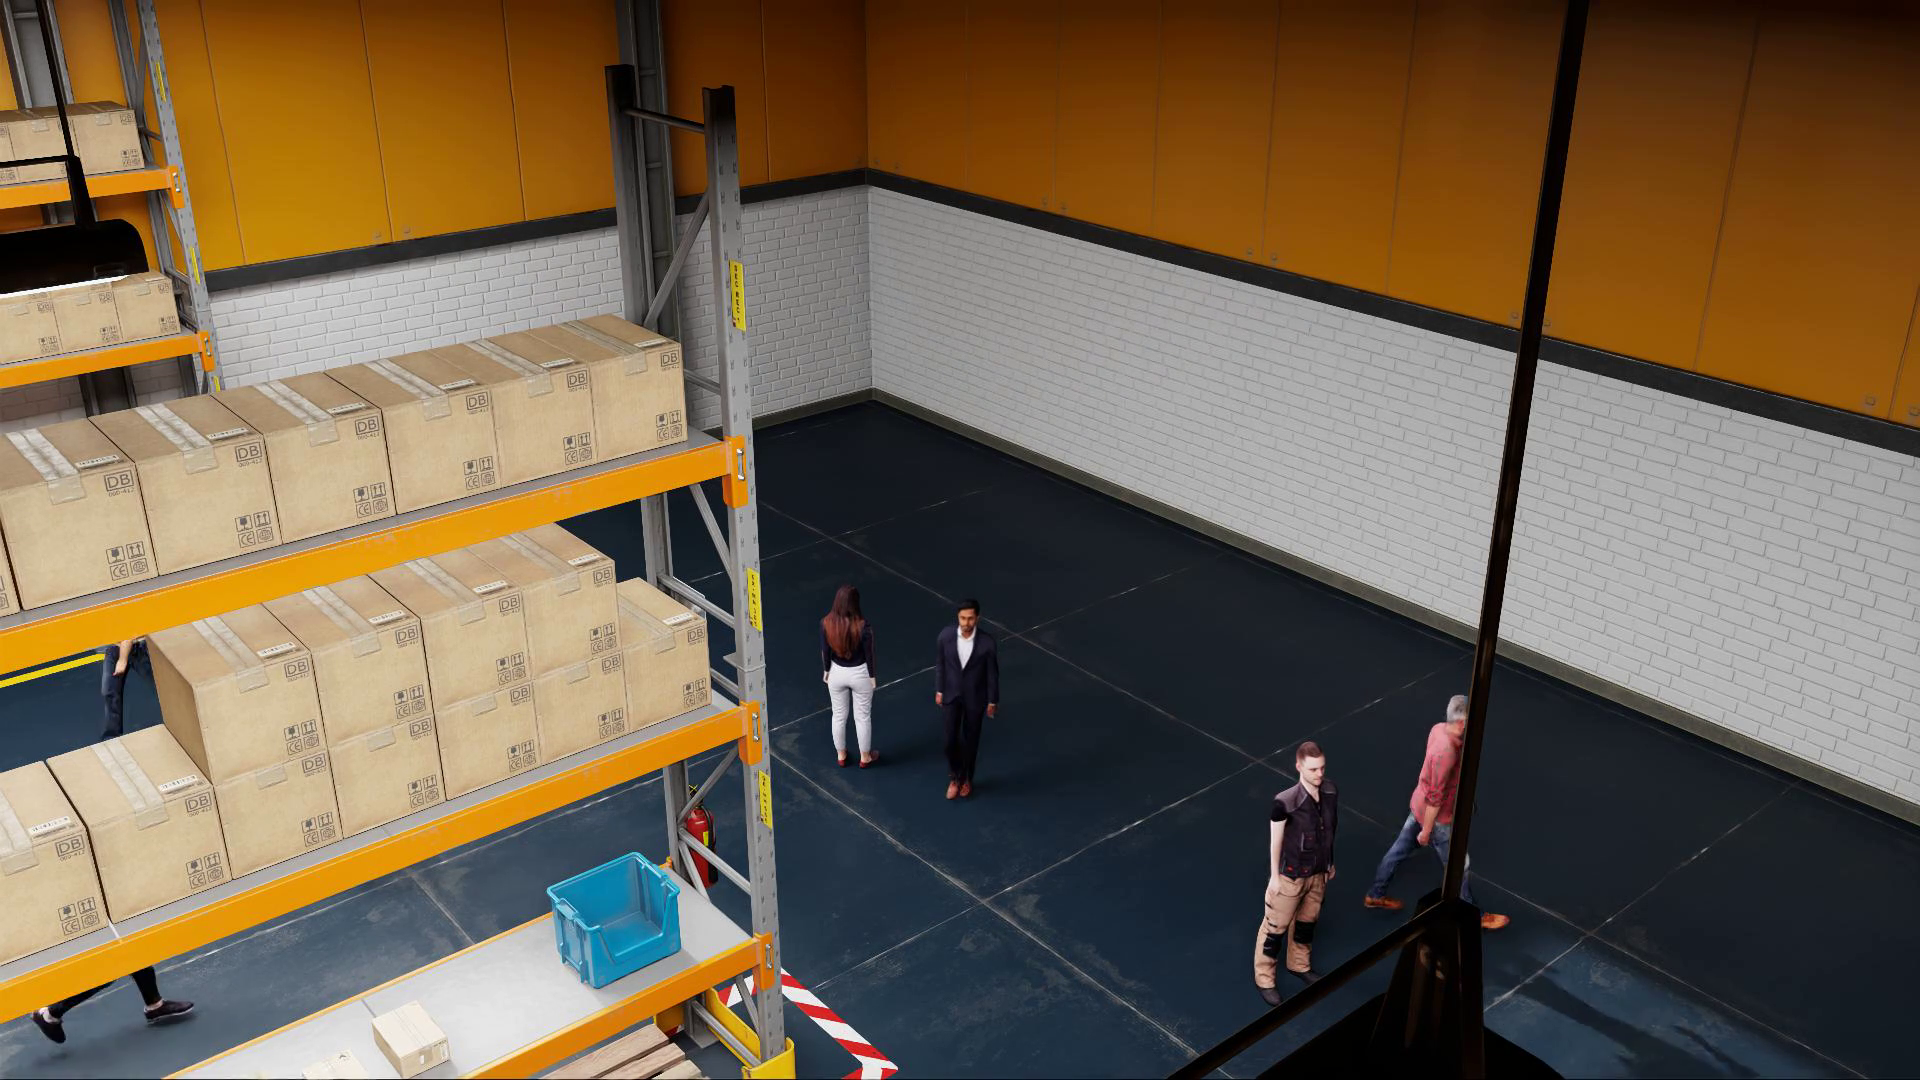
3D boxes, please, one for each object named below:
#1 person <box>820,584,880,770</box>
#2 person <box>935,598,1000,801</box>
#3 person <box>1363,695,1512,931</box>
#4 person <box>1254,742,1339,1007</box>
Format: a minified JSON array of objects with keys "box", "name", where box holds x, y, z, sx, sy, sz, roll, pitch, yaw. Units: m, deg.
[{"box":[-0.875,1.087,13.340,0.683,1.608,0.711,6,24,13],"name":"person"},{"box":[0.060,1.189,12.973,0.792,1.715,0.833,4,24,10],"name":"person"},{"box":[3.145,1.865,11.350,1.237,1.775,1.255,4,24,8],"name":"person"},{"box":[2.181,2.104,10.722,0.584,1.841,0.779,-13,27,-27],"name":"person"}]
